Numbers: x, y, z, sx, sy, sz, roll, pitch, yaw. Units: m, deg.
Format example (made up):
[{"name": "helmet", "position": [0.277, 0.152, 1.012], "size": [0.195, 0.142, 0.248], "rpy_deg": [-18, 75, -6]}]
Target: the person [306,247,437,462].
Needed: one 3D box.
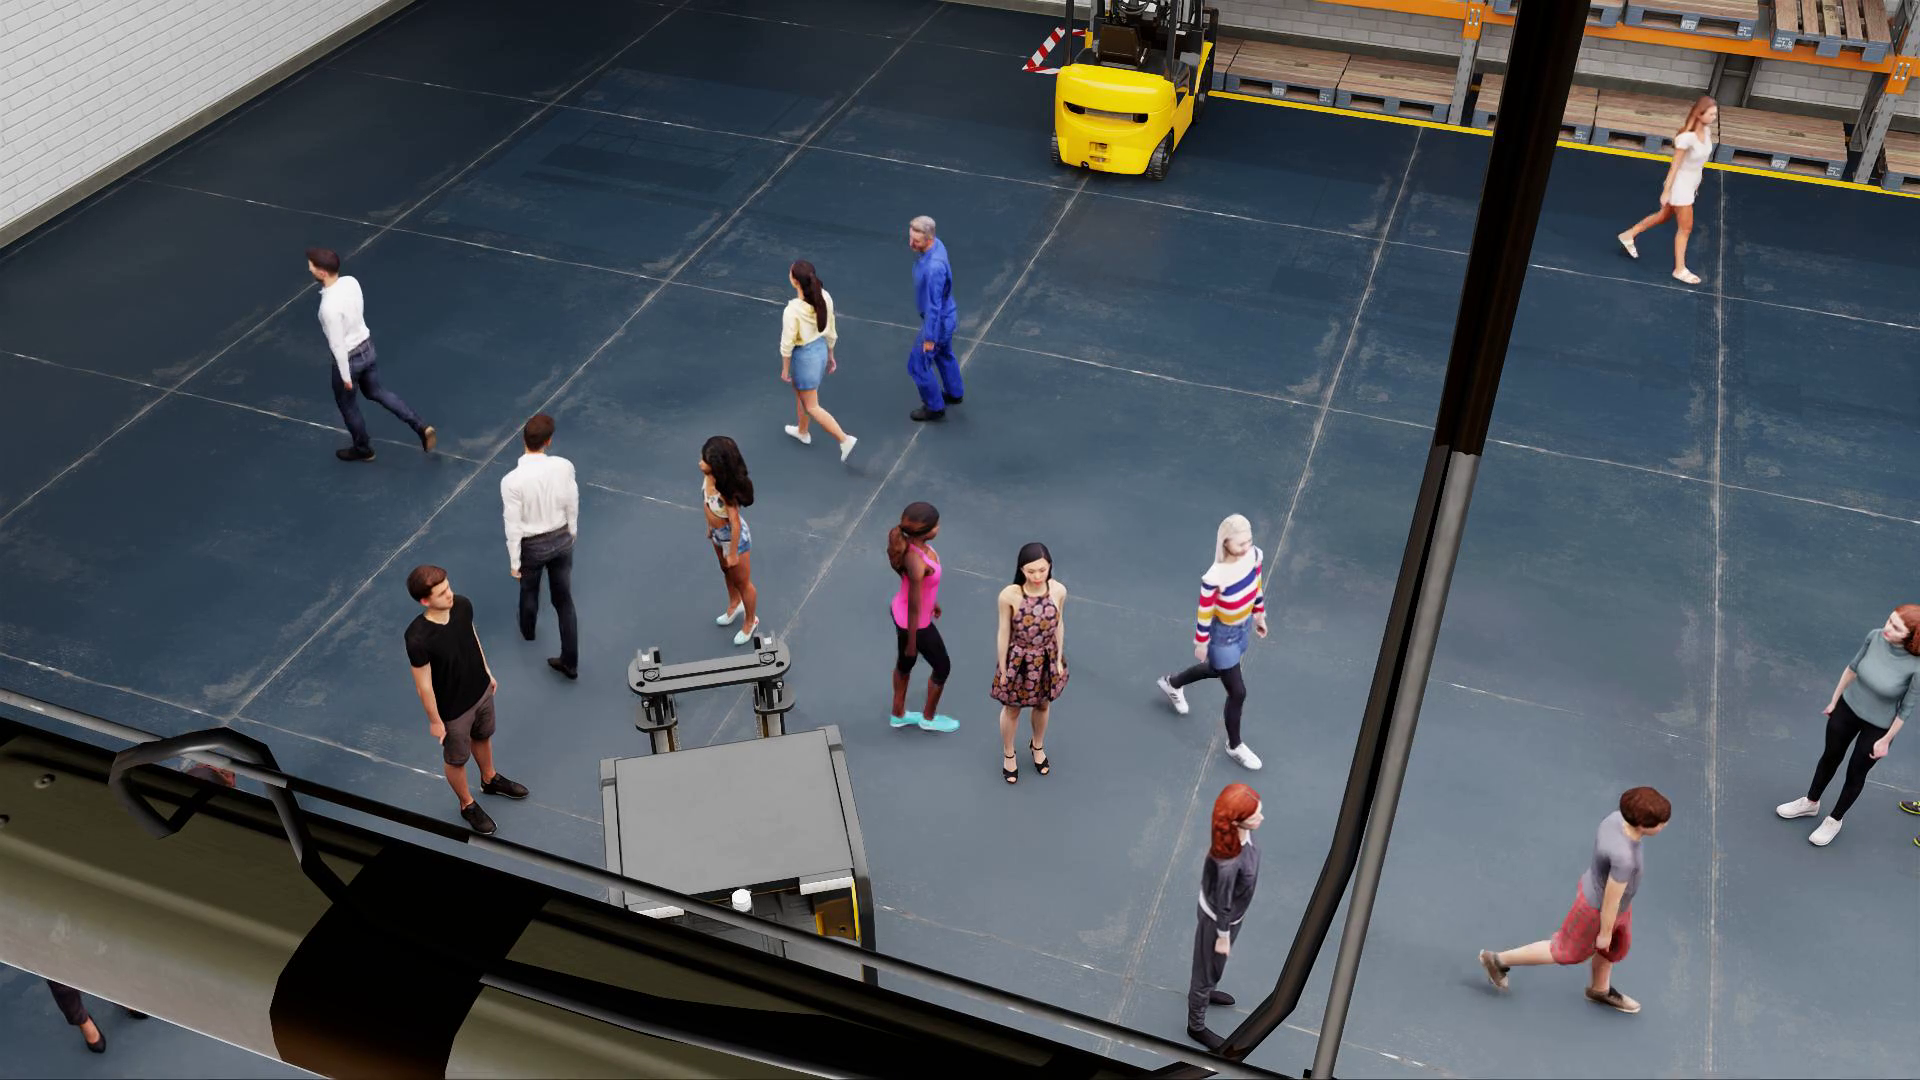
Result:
[{"name": "person", "position": [-4.426, -1.348, 12.383], "size": [1.074, 1.843, 0.698], "rpy_deg": [8, 39, 10]}]

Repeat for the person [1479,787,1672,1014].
[{"name": "person", "position": [3.200, 1.851, 8.554], "size": [1.082, 1.622, 0.609], "rpy_deg": [14, 41, 17]}]

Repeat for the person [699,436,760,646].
[{"name": "person", "position": [-1.508, -0.005, 10.876], "size": [0.727, 1.625, 0.659], "rpy_deg": [-20, 43, -23]}]

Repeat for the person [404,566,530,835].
[{"name": "person", "position": [-2.892, 0.876, 9.583], "size": [0.604, 1.862, 0.706], "rpy_deg": [17, 42, 20]}]

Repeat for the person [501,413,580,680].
[{"name": "person", "position": [-2.588, 0.102, 10.586], "size": [1.049, 1.820, 1.175], "rpy_deg": [-30, 47, -32]}]

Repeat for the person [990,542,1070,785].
[{"name": "person", "position": [0.415, 0.735, 9.830], "size": [0.791, 1.775, 0.863], "rpy_deg": [-11, 40, -13]}]

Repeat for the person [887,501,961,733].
[{"name": "person", "position": [-0.367, 0.495, 10.186], "size": [0.793, 1.705, 0.736], "rpy_deg": [-4, 39, -5]}]

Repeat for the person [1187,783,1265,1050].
[{"name": "person", "position": [1.329, 1.873, 8.402], "size": [0.513, 1.779, 0.591], "rpy_deg": [9, 40, 12]}]

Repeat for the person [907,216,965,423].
[{"name": "person", "position": [-0.130, -1.685, 12.842], "size": [0.882, 1.797, 0.901], "rpy_deg": [3, 39, 3]}]

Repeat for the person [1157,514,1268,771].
[{"name": "person", "position": [1.561, 0.529, 10.082], "size": [1.192, 1.781, 0.934], "rpy_deg": [30, 47, 32]}]

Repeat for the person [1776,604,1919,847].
[{"name": "person", "position": [5.155, 1.034, 9.481], "size": [0.724, 1.743, 0.665], "rpy_deg": [-16, 41, -19]}]

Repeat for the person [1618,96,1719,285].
[{"name": "person", "position": [6.352, -3.165, 14.807], "size": [0.957, 1.658, 1.179], "rpy_deg": [-28, 46, -30]}]

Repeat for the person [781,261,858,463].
[{"name": "person", "position": [-1.082, -1.314, 12.530], "size": [1.112, 1.607, 0.848], "rpy_deg": [27, 46, 29]}]
